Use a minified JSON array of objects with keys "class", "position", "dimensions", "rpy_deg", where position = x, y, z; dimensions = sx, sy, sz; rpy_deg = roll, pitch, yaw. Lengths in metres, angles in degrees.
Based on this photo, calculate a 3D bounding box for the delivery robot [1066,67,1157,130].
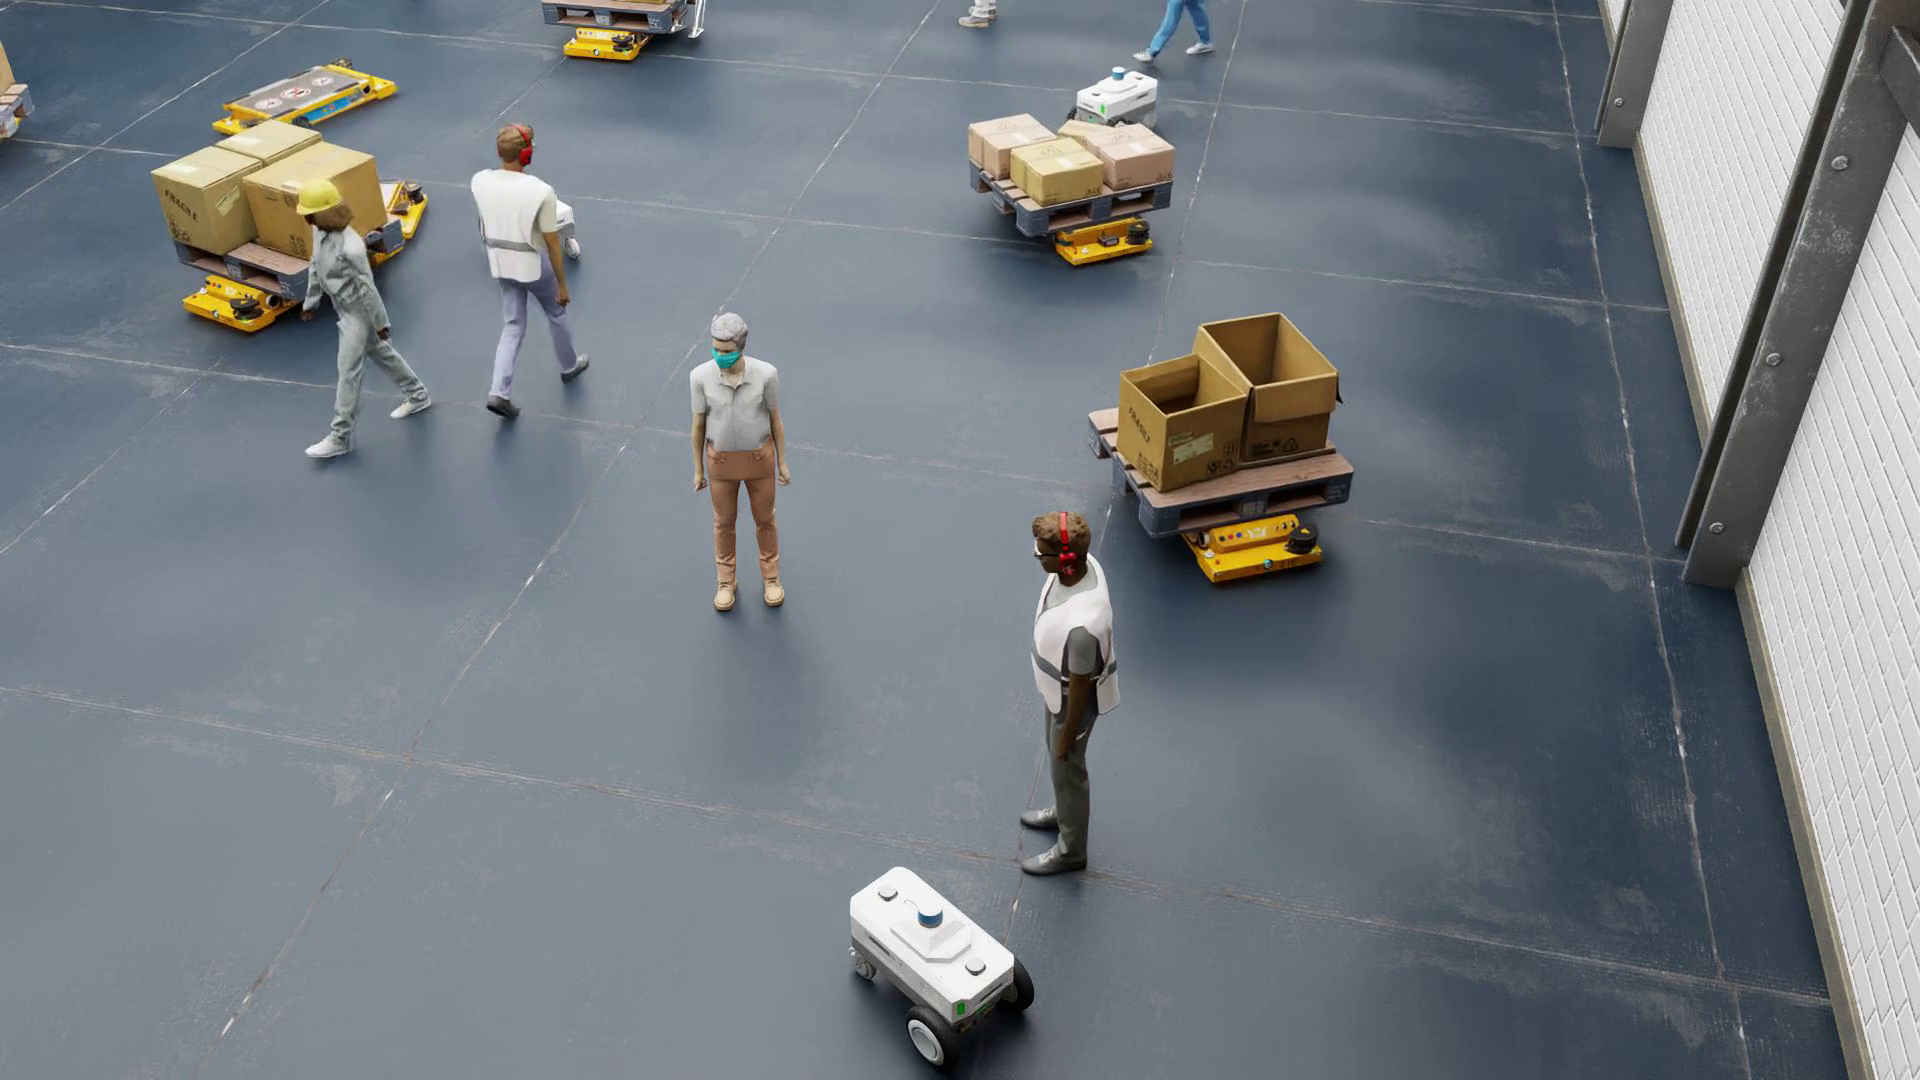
[{"class":"delivery robot","position":[1.279,-3.604,13.815],"dimensions":[0.788,0.610,0.499],"rpy_deg":[-29,46,-33]}]

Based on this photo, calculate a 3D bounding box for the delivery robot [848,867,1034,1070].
[{"class":"delivery robot","position":[-0.102,1.697,6.725],"dimensions":[0.499,0.614,0.815],"rpy_deg":[-30,46,-33]}]

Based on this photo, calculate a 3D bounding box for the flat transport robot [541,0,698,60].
[{"class":"flat transport robot","position":[-3.175,-4.906,15.784],"dimensions":[0.659,0.231,1.431],"rpy_deg":[8,37,10]}]

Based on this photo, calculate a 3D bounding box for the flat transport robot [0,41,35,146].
[{"class":"flat transport robot","position":[-8.232,-3.153,13.438],"dimensions":[0.659,0.231,1.431],"rpy_deg":[-3,37,-4]}]

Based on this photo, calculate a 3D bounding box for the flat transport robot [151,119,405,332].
[{"class":"flat transport robot","position":[-4.715,-1.924,11.794],"dimensions":[0.659,0.231,1.431],"rpy_deg":[19,41,23]}]

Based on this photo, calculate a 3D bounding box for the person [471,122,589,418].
[{"class":"person","position":[-2.659,-1.629,10.116],"dimensions":[0.568,1.799,0.898],"rpy_deg":[10,38,13]}]

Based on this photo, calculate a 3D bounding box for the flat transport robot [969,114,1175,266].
[{"class":"flat transport robot","position":[0.821,-2.498,12.561],"dimensions":[0.659,0.231,1.431],"rpy_deg":[-16,40,-20]}]

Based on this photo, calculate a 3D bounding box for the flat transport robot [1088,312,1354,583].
[{"class":"flat transport robot","position":[1.478,-0.292,9.609],"dimensions":[0.659,0.231,1.431],"rpy_deg":[-10,38,-14]}]

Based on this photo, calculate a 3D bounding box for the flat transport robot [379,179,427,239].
[{"class":"flat transport robot","position":[-4.799,-2.454,12.503],"dimensions":[1.431,0.231,0.659],"rpy_deg":[-3,37,-3]}]

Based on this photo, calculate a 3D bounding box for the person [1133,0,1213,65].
[{"class":"person","position":[1.978,-5.102,14.869],"dimensions":[0.909,1.663,0.506],"rpy_deg":[-18,40,-22]}]

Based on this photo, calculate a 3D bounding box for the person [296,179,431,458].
[{"class":"person","position":[-3.631,-1.347,9.827],"dimensions":[0.875,1.692,0.497],"rpy_deg":[-27,45,-32]}]

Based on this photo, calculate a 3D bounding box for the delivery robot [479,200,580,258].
[{"class":"delivery robot","position":[-3.132,-2.355,12.112],"dimensions":[0.747,0.572,0.499],"rpy_deg":[31,46,34]}]

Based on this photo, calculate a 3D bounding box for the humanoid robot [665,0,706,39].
[{"class":"humanoid robot","position":[-2.523,-5.471,15.202],"dimensions":[0.533,1.677,0.735],"rpy_deg":[17,40,21]}]

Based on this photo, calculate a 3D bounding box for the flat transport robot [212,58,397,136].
[{"class":"flat transport robot","position":[-5.605,-3.755,14.243],"dimensions":[0.659,0.231,1.431],"rpy_deg":[20,41,25]}]

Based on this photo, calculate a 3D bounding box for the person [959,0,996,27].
[{"class":"person","position":[0.181,-5.783,15.611],"dimensions":[0.357,1.881,0.573],"rpy_deg":[14,39,18]}]

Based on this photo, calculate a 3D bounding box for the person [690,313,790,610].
[{"class":"person","position":[-1.123,-0.400,8.519],"dimensions":[0.494,1.743,0.301],"rpy_deg":[-4,37,-6]}]

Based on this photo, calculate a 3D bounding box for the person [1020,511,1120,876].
[{"class":"person","position":[0.469,0.648,7.048],"dimensions":[0.398,1.833,0.570],"rpy_deg":[-2,37,-3]}]
